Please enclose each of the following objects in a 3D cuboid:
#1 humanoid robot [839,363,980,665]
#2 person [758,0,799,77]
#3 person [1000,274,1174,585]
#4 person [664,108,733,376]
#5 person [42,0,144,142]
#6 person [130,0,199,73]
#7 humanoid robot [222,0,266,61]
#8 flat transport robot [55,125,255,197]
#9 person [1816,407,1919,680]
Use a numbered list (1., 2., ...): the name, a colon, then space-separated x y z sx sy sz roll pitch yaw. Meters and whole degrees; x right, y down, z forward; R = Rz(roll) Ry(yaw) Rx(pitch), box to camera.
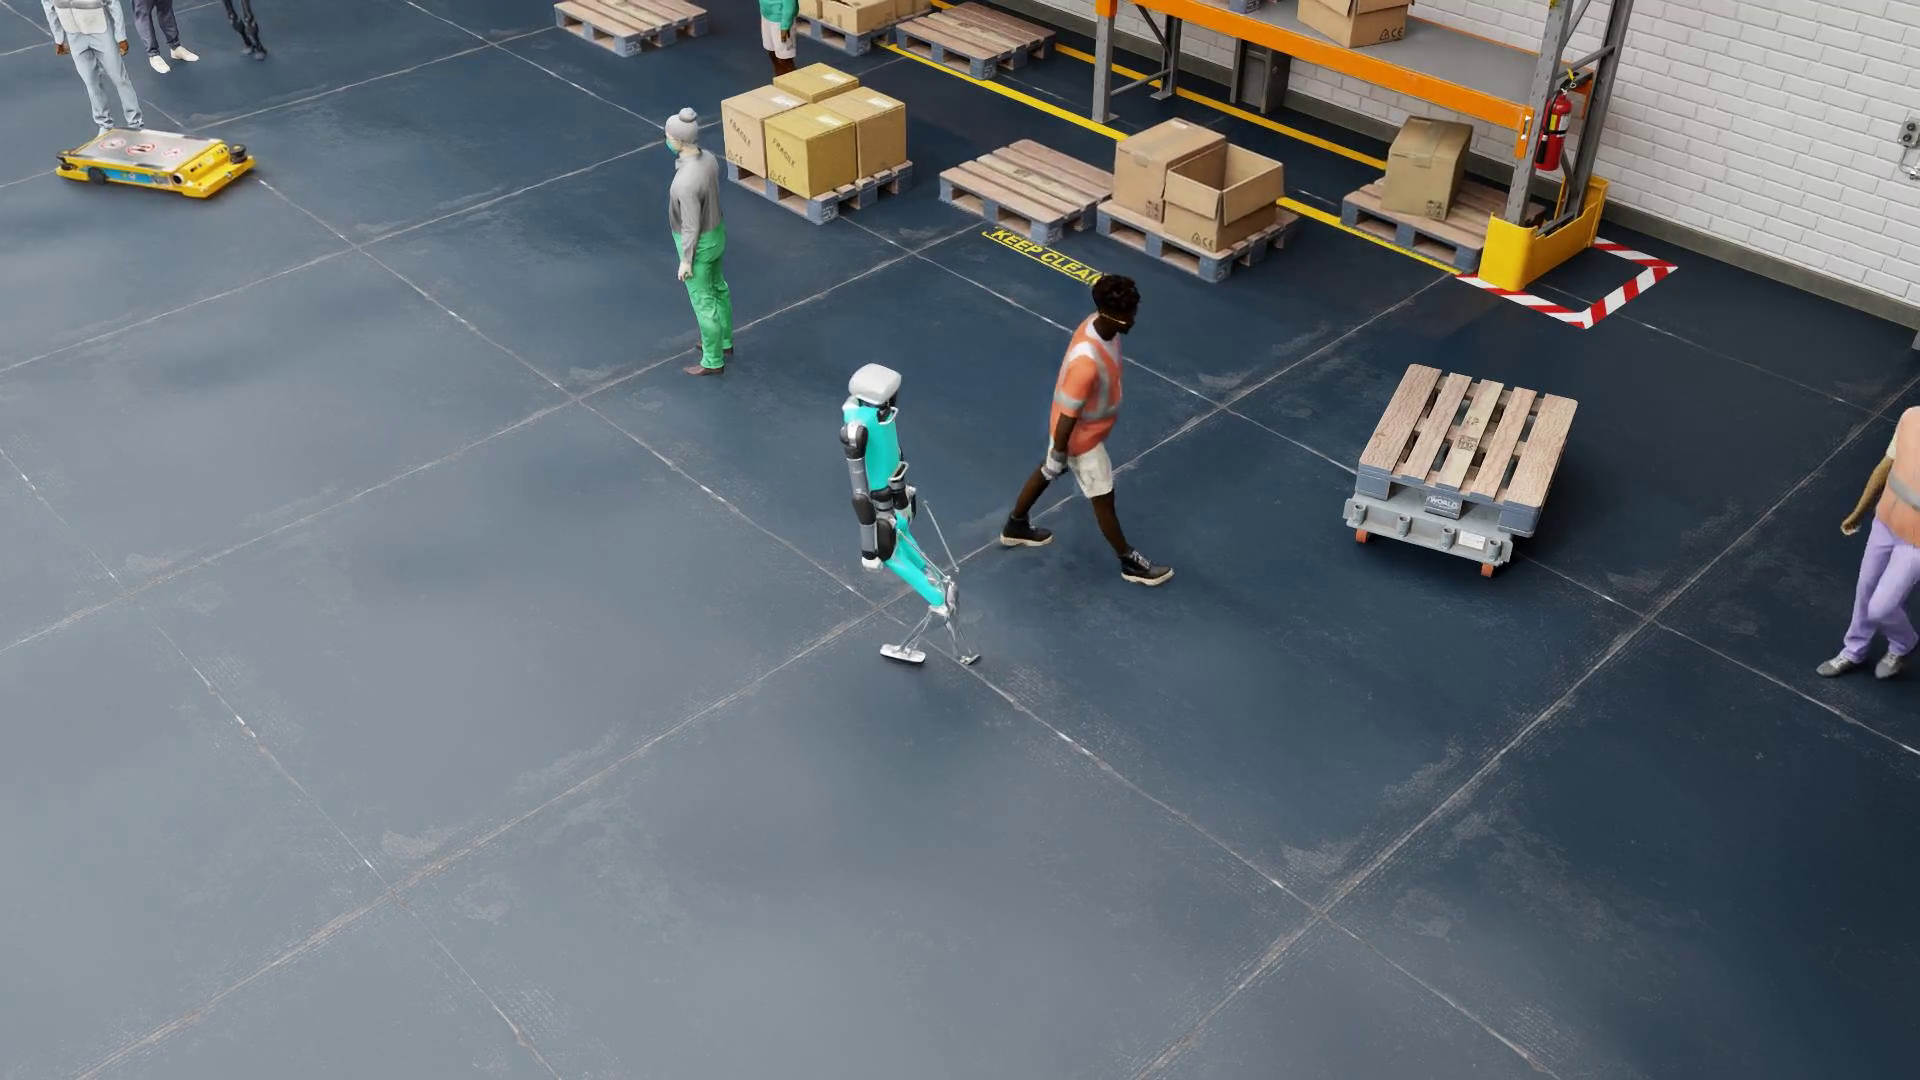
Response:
1. humanoid robot: -0.174 0.005 8.395 0.807 1.888 0.542 11 38 14
2. person: -1.540 -4.442 14.103 0.385 1.848 0.505 -19 41 -23
3. person: 0.698 -0.623 9.025 1.046 1.891 0.687 8 38 10
4. person: -1.700 -1.931 10.777 0.341 1.854 0.513 7 38 9
5. person: -7.156 -4.166 13.681 0.595 1.918 0.382 -2 37 -2
6. person: -7.452 -5.242 15.147 0.409 1.867 0.794 19 41 23
7. humanoid robot: -6.743 -5.271 15.348 0.600 1.645 0.388 -2 37 -2
8. flat transport robot: -6.611 -3.107 13.646 1.431 0.231 0.659 10 38 13
9. person: 4.711 -0.032 8.279 0.452 1.830 0.573 -12 39 -15
